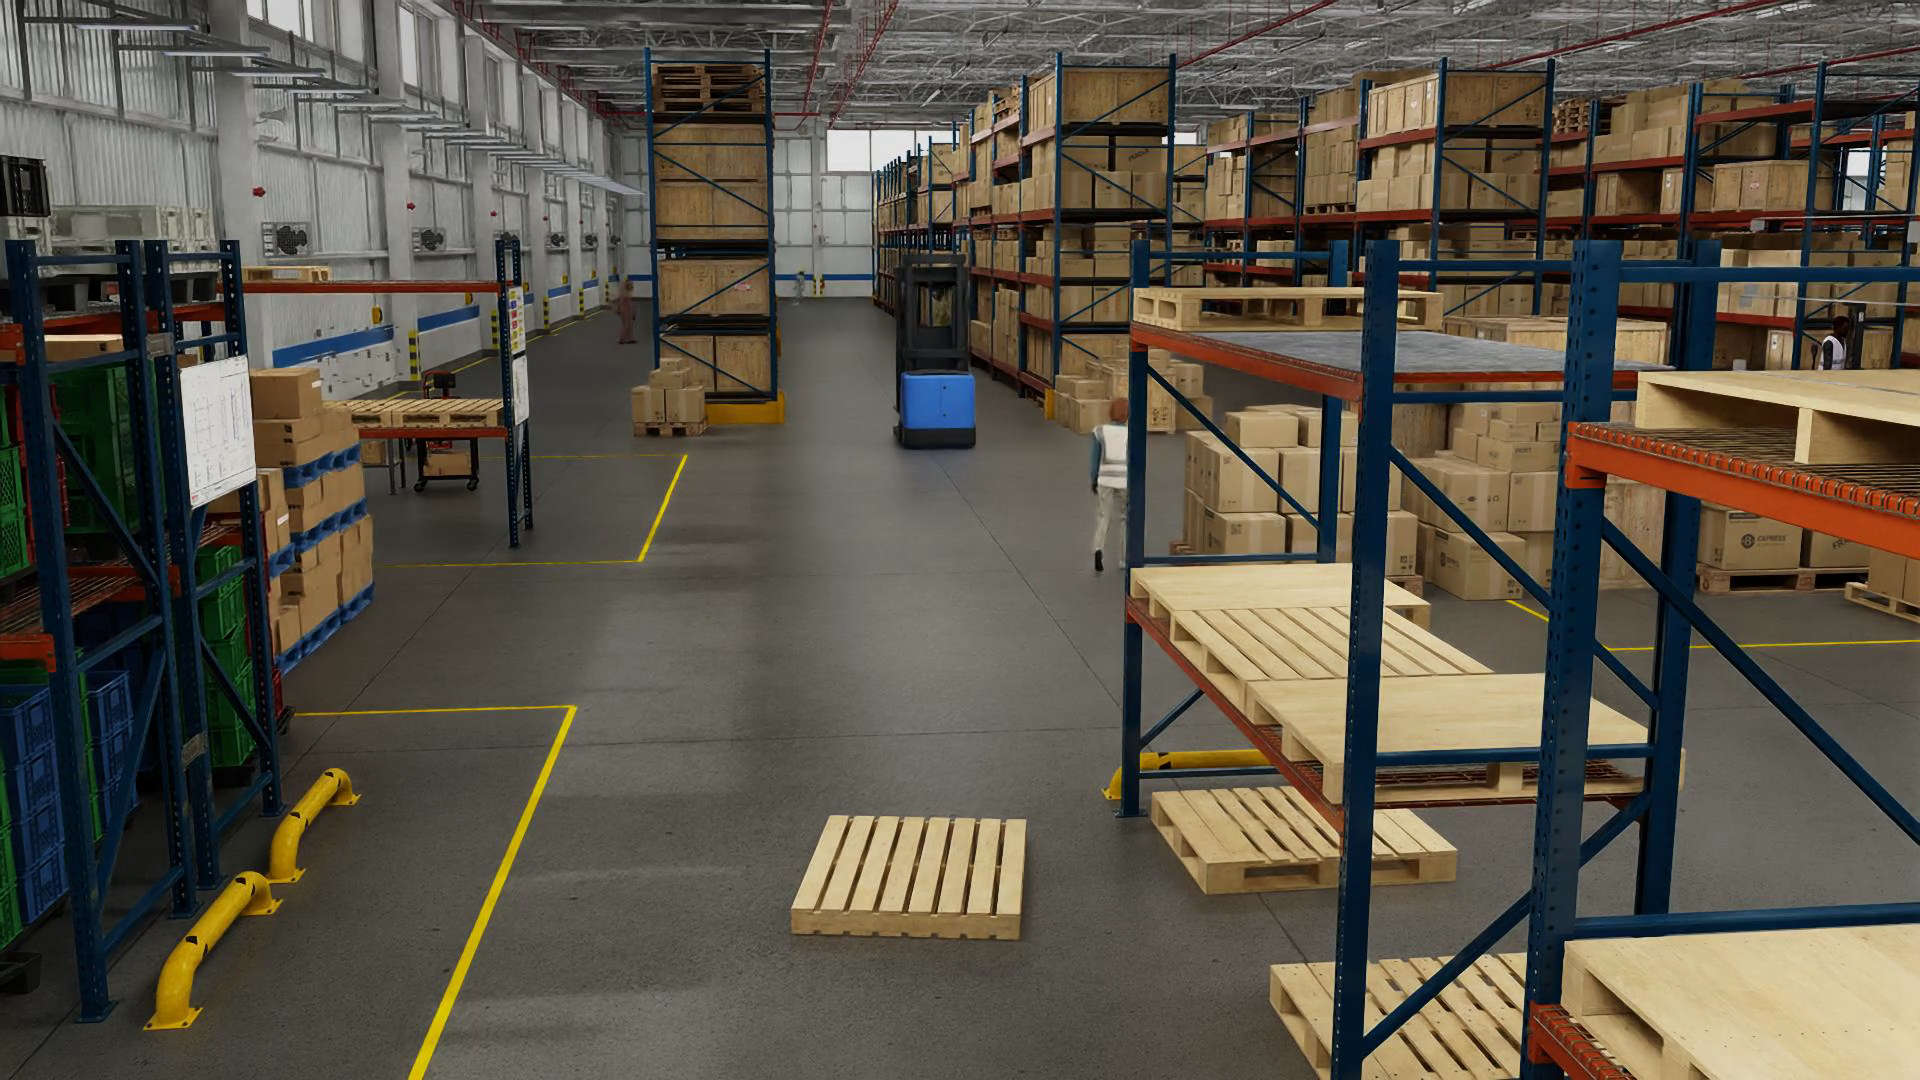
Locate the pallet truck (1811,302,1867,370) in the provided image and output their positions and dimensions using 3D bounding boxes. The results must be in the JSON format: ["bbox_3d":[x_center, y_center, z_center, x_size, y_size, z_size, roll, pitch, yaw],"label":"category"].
[{"bbox_3d":[15.846,-3.142,28.793,1.885,1.965,0.823,2,10,12],"label":"pallet truck"}]

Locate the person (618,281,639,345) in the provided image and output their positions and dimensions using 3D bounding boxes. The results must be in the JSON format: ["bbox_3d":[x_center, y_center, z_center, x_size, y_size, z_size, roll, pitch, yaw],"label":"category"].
[{"bbox_3d":[-9.630,-6.611,48.423,0.743,1.852,0.727,-5,11,-26],"label":"person"}]

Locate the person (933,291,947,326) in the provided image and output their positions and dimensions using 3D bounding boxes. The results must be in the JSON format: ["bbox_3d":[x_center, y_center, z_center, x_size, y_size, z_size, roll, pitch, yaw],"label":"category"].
[{"bbox_3d":[-0.596,-5.882,44.863,0.474,1.664,0.584,-4,11,-20],"label":"person"}]

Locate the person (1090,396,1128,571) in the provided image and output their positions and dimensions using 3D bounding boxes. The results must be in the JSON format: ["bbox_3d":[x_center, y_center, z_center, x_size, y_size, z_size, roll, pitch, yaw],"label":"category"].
[{"bbox_3d":[1.424,-0.499,15.192,0.522,1.617,0.612,3,11,15],"label":"person"}]

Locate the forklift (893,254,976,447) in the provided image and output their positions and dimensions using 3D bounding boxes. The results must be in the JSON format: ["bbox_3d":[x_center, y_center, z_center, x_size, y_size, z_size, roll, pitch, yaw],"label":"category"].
[{"bbox_3d":[-0.383,-2.863,24.797,1.129,2.768,1.873,-1,10,-6],"label":"forklift"}]

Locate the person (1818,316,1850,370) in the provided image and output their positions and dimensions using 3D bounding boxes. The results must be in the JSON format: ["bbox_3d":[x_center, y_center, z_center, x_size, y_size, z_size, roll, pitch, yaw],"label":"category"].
[{"bbox_3d":[13.064,-2.401,24.936,0.587,1.911,0.397,-10,14,-44],"label":"person"}]

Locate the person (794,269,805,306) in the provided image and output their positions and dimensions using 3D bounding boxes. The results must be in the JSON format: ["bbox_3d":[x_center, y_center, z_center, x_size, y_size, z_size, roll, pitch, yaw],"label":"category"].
[{"bbox_3d":[-7.392,-11.685,76.963,0.567,1.688,0.557,6,12,29],"label":"person"}]
